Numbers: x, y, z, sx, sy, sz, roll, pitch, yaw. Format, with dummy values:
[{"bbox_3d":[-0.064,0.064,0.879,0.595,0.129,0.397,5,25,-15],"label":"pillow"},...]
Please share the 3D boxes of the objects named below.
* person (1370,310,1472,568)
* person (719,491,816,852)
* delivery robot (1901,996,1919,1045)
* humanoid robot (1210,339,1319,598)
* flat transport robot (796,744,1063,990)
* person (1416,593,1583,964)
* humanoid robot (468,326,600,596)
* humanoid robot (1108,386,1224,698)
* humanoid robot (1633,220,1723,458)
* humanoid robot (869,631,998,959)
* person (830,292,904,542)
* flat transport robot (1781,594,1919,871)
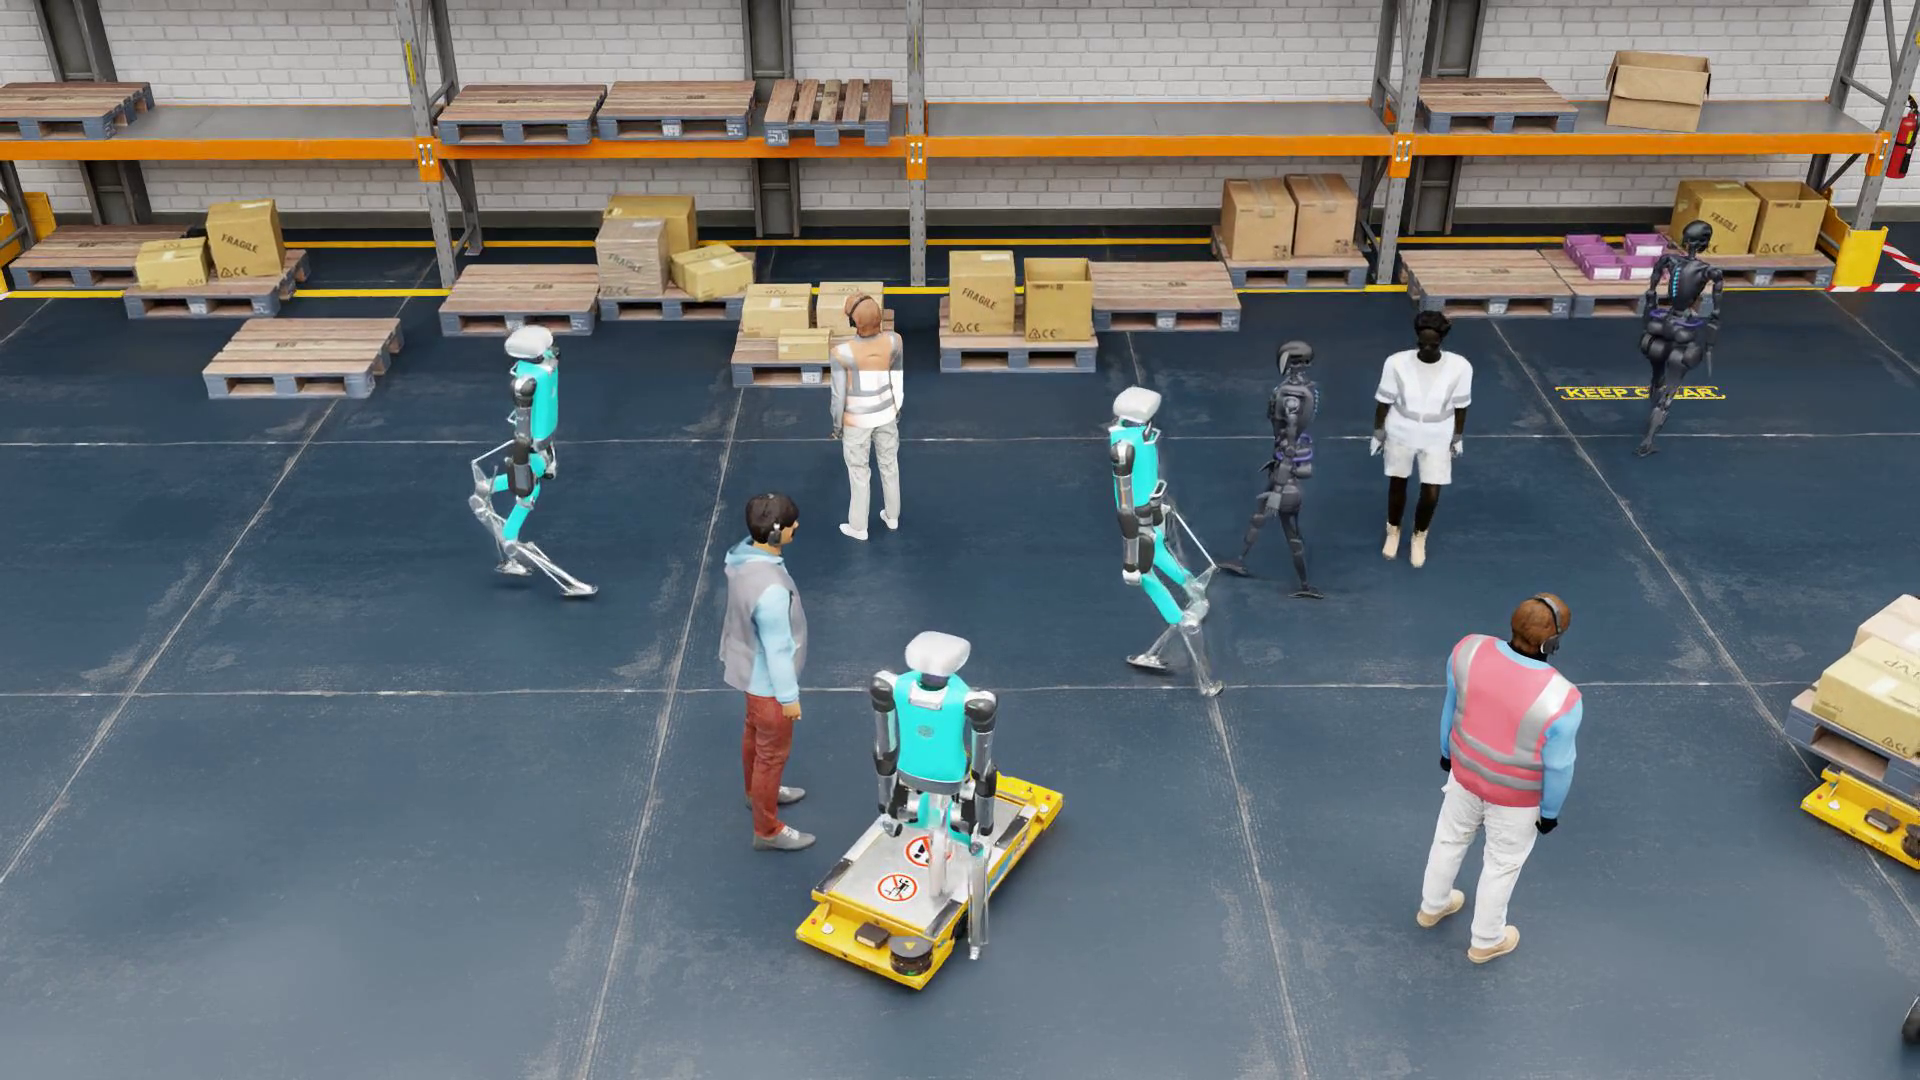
[{"bbox_3d":[2.746,-0.595,10.025,0.556,1.675,0.484,10,32,16],"label":"person"},{"bbox_3d":[-0.915,0.618,7.835,0.417,1.871,0.531,-8,32,-13],"label":"person"},{"bbox_3d":[4.376,1.918,6.950,0.808,0.604,0.499,-23,38,-33],"label":"delivery robot"},{"bbox_3d":[1.846,-0.402,9.741,0.737,1.631,0.601,5,31,9],"label":"humanoid robot"},{"bbox_3d":[-0.114,1.509,7.899,0.659,0.231,1.431,16,34,24],"label":"flat transport robot"},{"bbox_3d":[2.345,1.022,7.199,0.431,1.835,0.628,-23,38,-33],"label":"person"},{"bbox_3d":[-2.609,-0.426,9.685,0.969,1.738,0.540,4,31,7],"label":"humanoid robot"},{"bbox_3d":[1.161,0.097,8.923,0.789,1.891,0.546,10,32,16],"label":"humanoid robot"},{"bbox_3d":[4.936,-1.396,11.377,0.655,1.639,0.587,-21,37,-31],"label":"humanoid robot"},{"bbox_3d":[-0.048,1.071,7.185,0.530,1.779,0.679,9,32,15],"label":"humanoid robot"},{"bbox_3d":[-0.569,-0.757,10.334,0.513,1.644,0.307,-19,36,-28],"label":"person"},{"bbox_3d":[4.959,1.183,8.442,1.431,0.231,0.659,-22,38,-32],"label":"flat transport robot"}]
